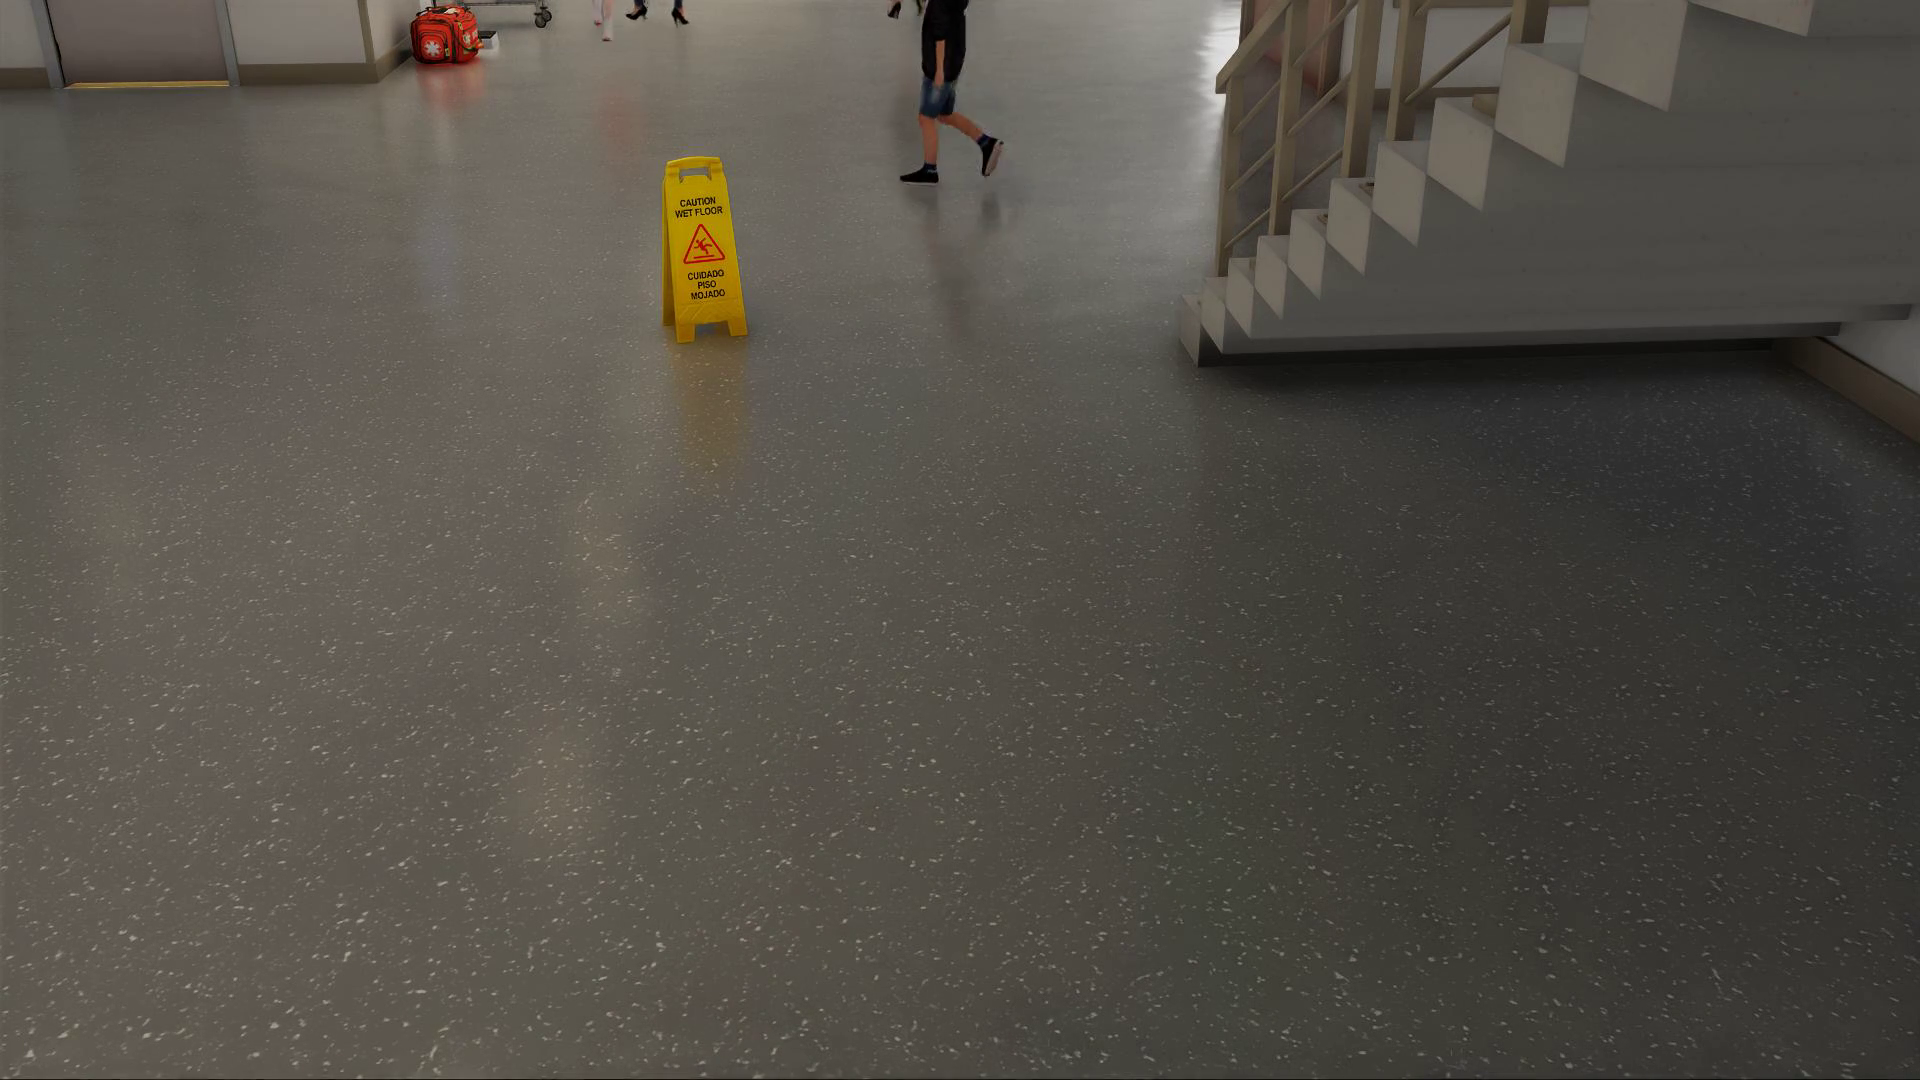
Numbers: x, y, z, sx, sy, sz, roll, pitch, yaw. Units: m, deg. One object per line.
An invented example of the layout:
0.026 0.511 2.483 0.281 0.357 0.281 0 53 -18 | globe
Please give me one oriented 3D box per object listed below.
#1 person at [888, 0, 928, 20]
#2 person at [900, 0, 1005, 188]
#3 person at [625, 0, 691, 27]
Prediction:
-0.525 -5.618 15.325 0.906 1.673 1.071 -18 31 -32 | person
-0.046 -2.771 9.697 0.747 1.434 0.842 5 26 10 | person
-2.781 -5.565 15.128 0.960 1.749 1.074 -14 29 -27 | person
